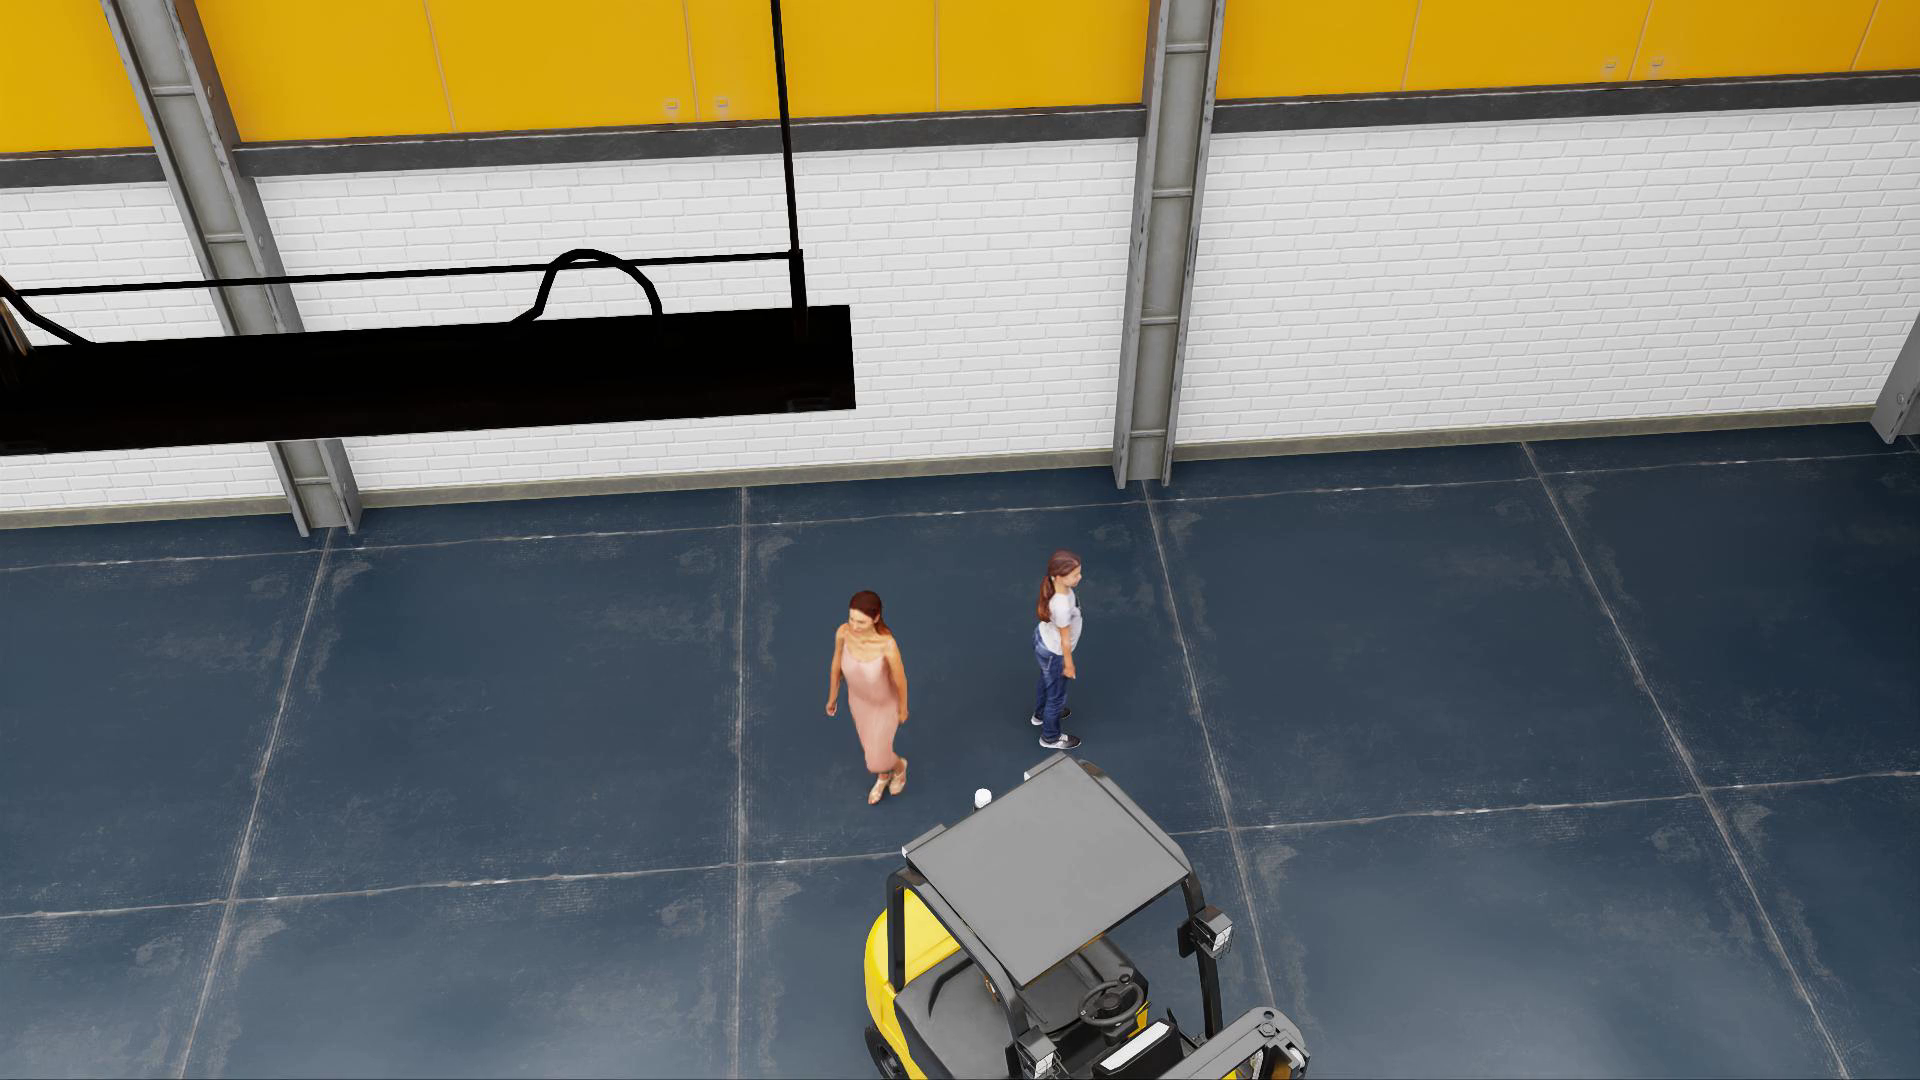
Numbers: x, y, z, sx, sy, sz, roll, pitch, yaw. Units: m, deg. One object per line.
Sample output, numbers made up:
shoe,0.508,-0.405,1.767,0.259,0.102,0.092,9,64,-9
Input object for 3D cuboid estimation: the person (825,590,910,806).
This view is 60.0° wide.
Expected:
person,-0.456,0.893,9.809,0.747,1.817,0.813,25,49,24

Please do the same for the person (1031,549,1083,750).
person,0.591,0.655,10.244,0.535,1.563,0.548,-6,44,-6
